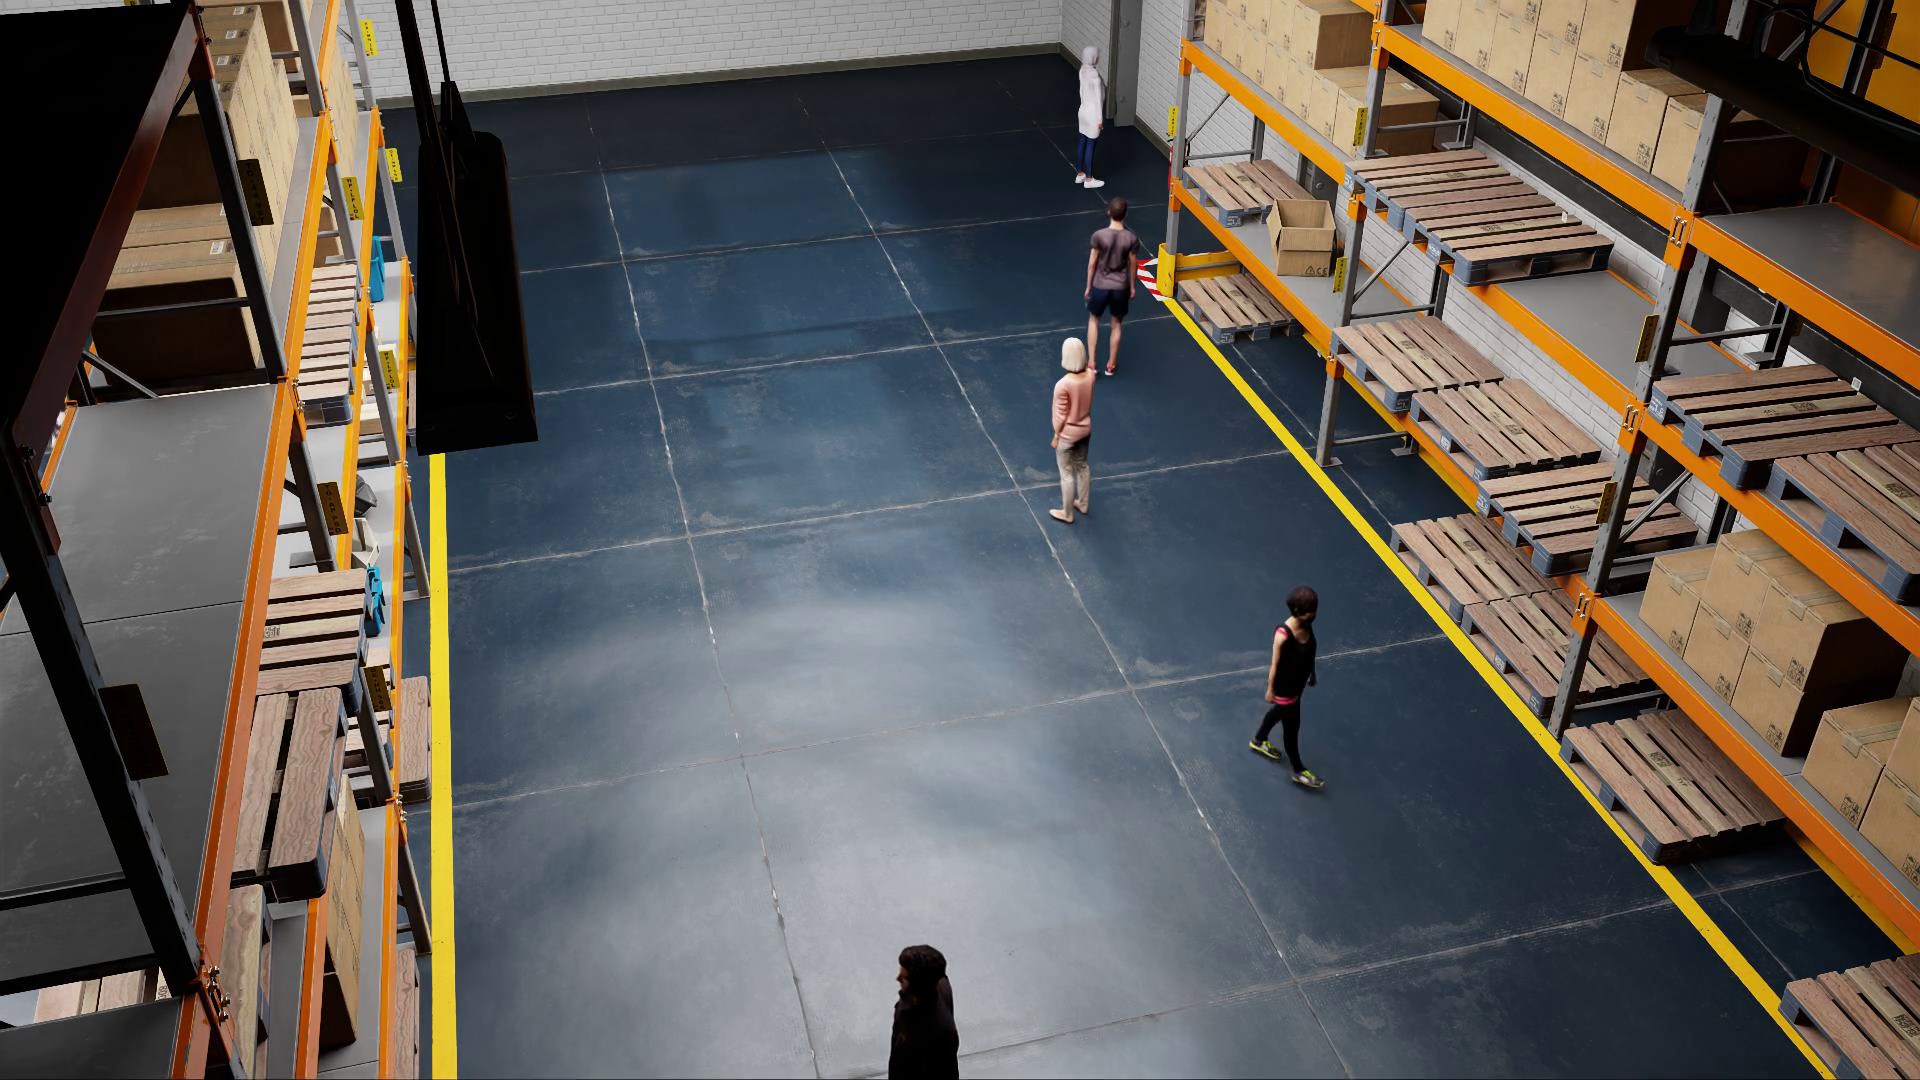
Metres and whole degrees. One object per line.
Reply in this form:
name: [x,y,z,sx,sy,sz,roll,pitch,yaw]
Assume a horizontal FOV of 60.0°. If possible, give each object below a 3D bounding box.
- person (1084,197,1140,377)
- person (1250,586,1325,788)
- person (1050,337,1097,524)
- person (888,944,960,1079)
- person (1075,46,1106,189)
person: [1.489,-2.493,16.524,0.732,1.850,0.649,0,34,0]
person: [2.253,0.954,11.630,0.972,1.527,0.860,24,41,32]
person: [0.971,-0.948,14.313,0.681,1.724,0.681,-28,43,-35]
person: [-0.164,2.773,8.515,0.765,1.946,0.532,-6,34,-9]
person: [1.620,-5.305,20.823,0.708,1.776,0.524,-15,36,-21]
